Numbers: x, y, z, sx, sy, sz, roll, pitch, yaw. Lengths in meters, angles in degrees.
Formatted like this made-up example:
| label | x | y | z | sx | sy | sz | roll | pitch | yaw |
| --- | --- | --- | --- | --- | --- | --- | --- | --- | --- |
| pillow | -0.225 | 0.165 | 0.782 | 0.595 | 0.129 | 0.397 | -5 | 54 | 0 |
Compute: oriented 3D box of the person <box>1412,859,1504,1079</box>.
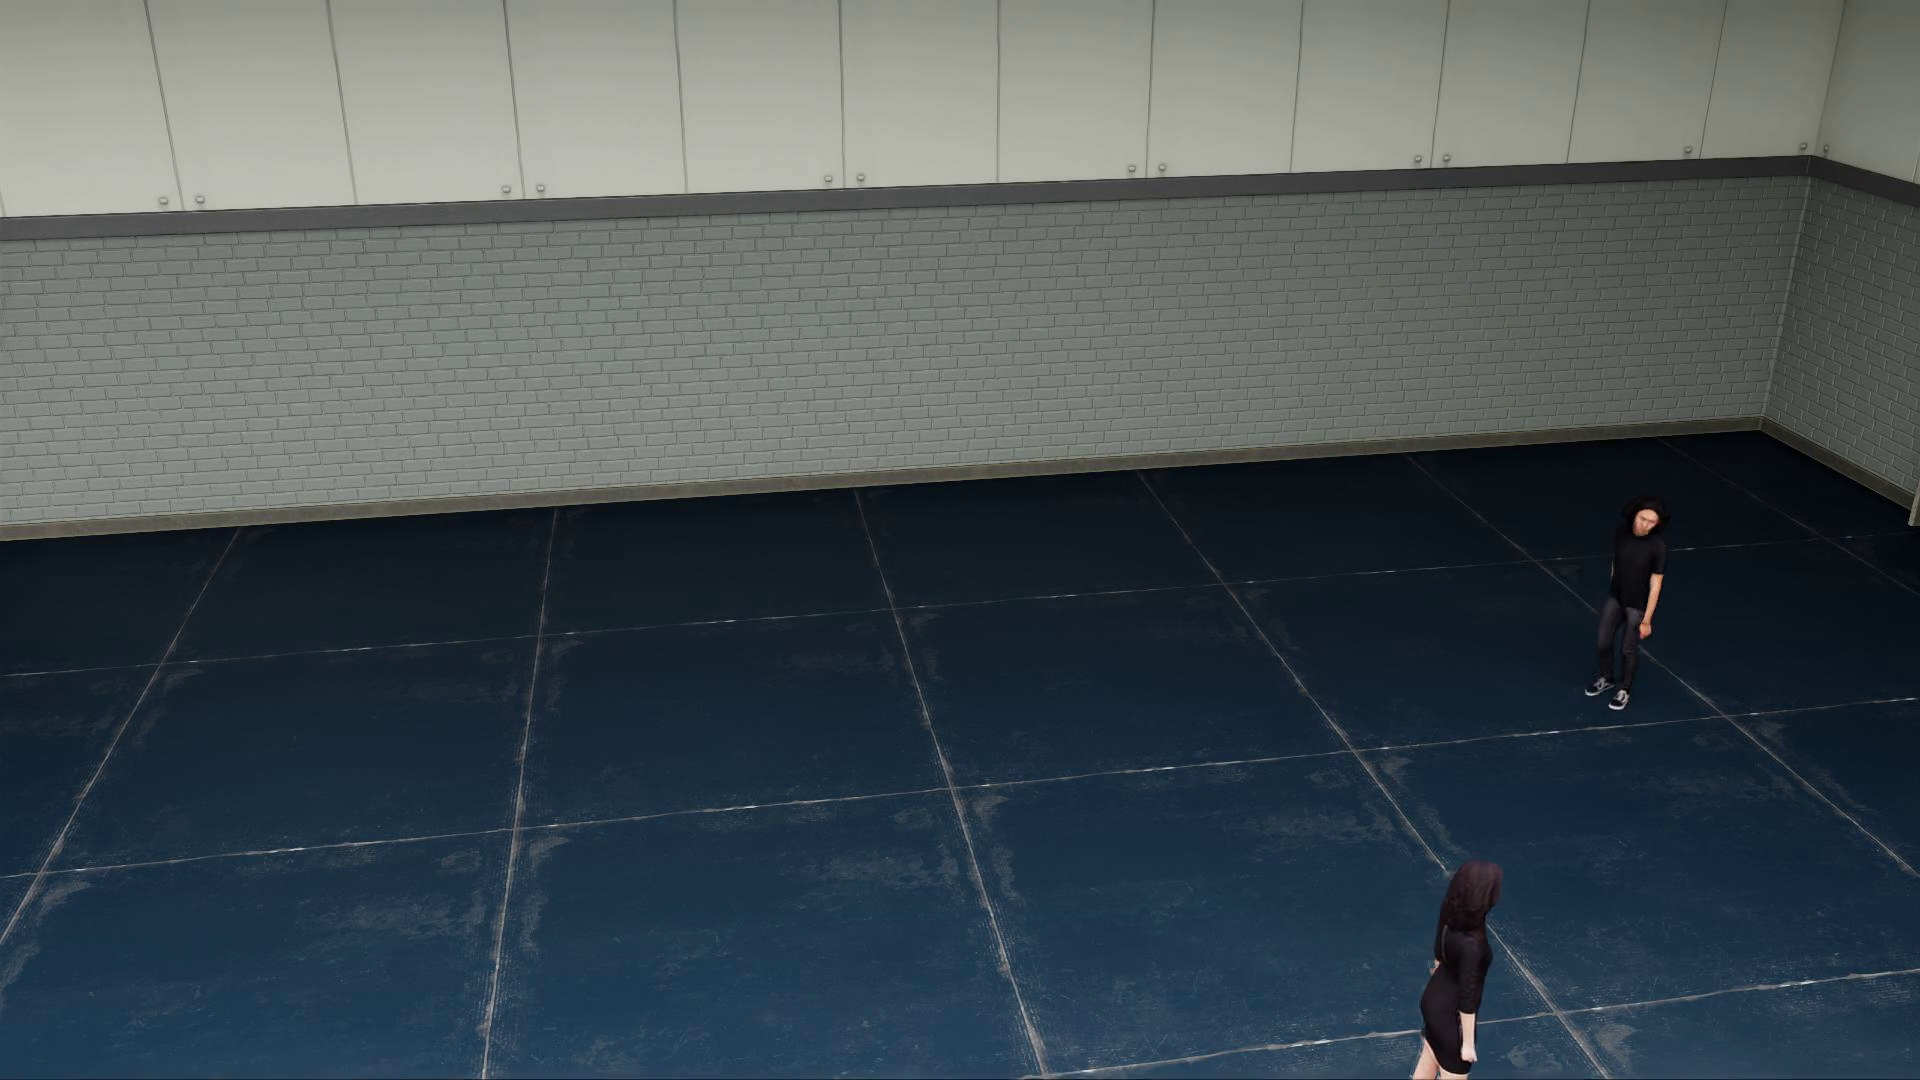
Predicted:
| label | x | y | z | sx | sy | sz | roll | pitch | yaw |
| --- | --- | --- | --- | --- | --- | --- | --- | --- | --- |
| person | 2.368 | 2.330 | 8.081 | 0.702 | 1.803 | 0.494 | -1 | 23 | -3 |

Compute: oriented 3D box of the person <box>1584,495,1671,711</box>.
| label | x | y | z | sx | sy | sz | roll | pitch | yaw |
| --- | --- | --- | --- | --- | --- | --- | --- | --- | --- |
| person | 5.074 | 0.441 | 12.531 | 0.847 | 1.796 | 0.744 | -8 | 24 | -19 |
